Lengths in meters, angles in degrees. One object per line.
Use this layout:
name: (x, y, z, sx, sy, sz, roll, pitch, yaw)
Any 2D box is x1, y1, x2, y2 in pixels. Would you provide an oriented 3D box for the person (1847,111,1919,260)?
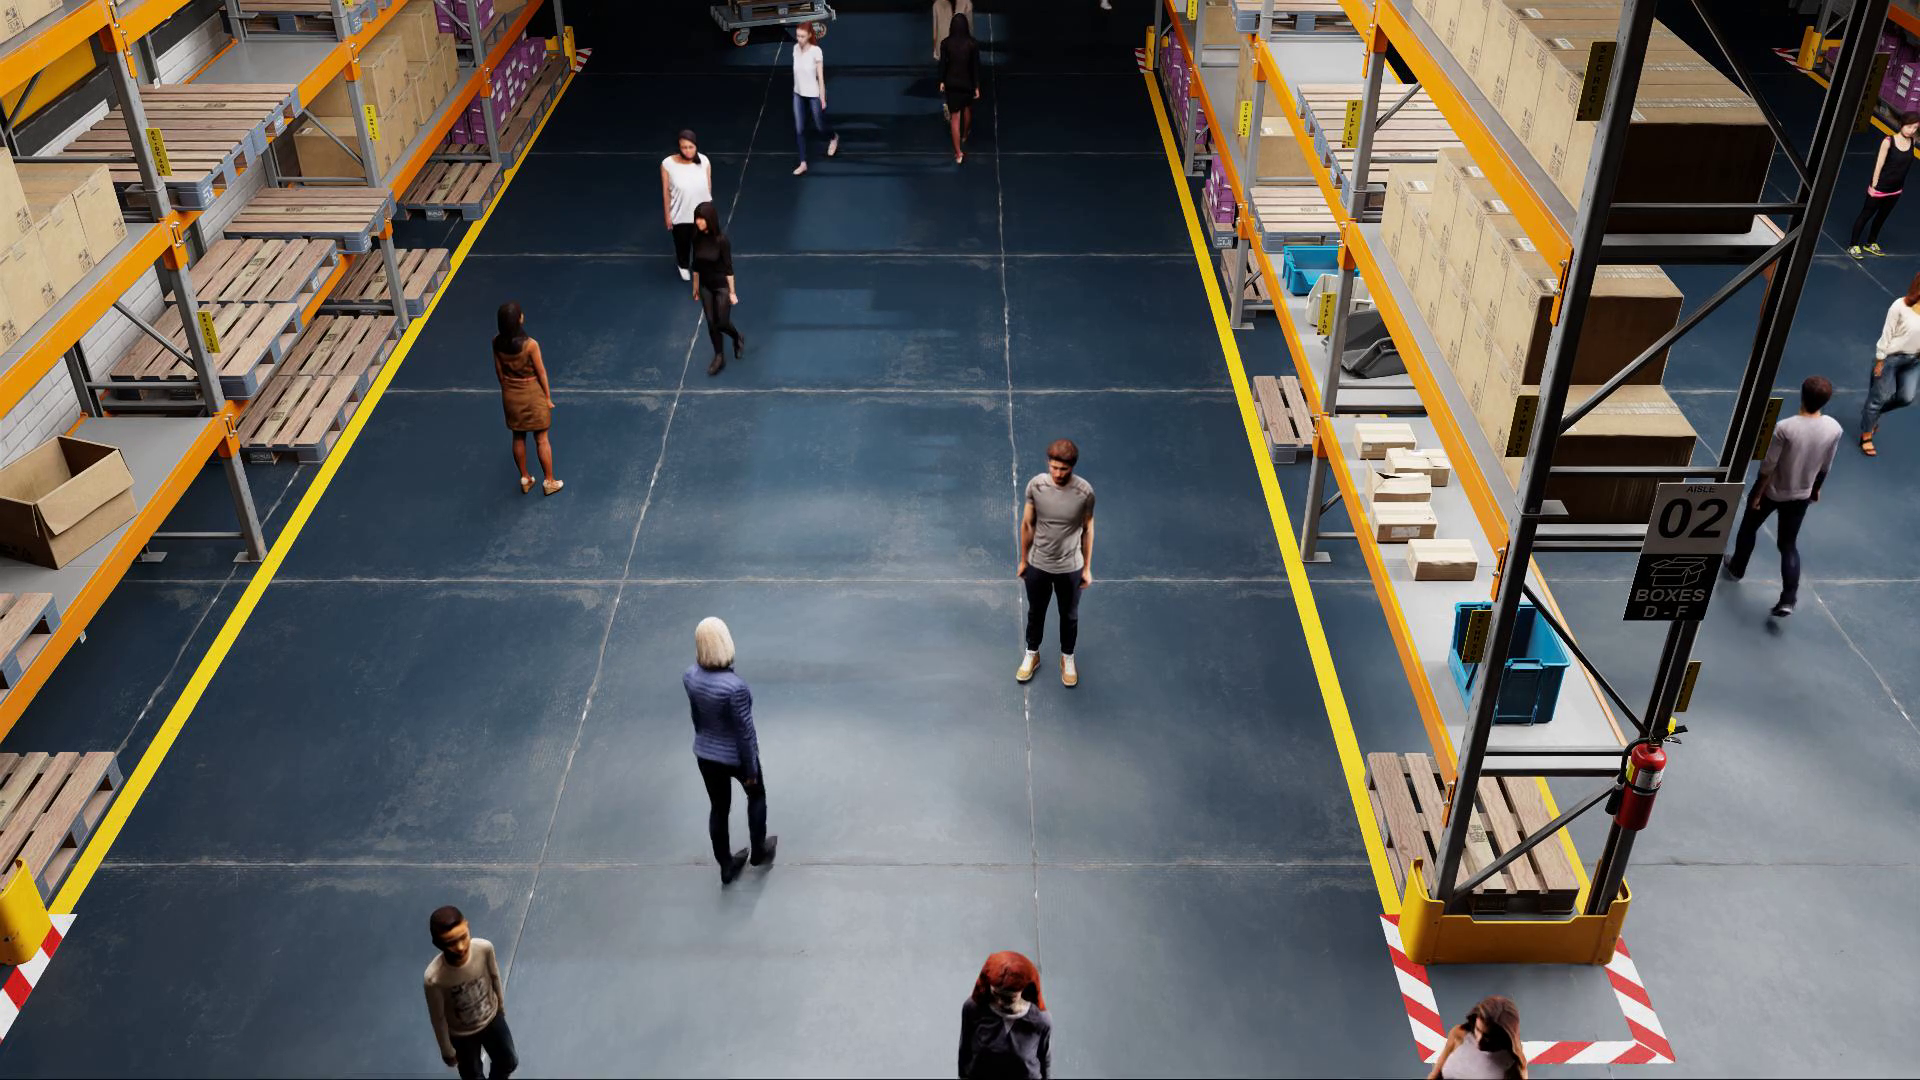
person: (9.584, -3.694, 17.203, 0.592, 1.551, 0.584, -9, 35, -13)

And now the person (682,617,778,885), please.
person: (-1.365, 1.275, 9.583, 0.784, 1.711, 0.813, 20, 38, 27)

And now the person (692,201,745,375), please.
person: (-2.165, -2.302, 15.039, 0.739, 1.628, 0.821, 14, 36, 21)

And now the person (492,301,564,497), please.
person: (-3.455, -1.119, 13.204, 0.613, 1.690, 0.579, 8, 34, 11)

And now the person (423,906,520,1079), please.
person: (-2.446, 2.338, 8.216, 0.639, 1.454, 0.691, -27, 42, -34)

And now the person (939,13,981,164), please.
person: (-0.008, -5.245, 19.424, 0.623, 1.675, 1.112, 0, 34, 0)

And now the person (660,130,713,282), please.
person: (-2.679, -3.243, 16.431, 0.884, 1.654, 1.176, -10, 35, -14)

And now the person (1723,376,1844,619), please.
person: (5.906, -0.287, 11.844, 0.710, 1.809, 1.157, 2, 34, 3)

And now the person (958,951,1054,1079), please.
person: (0.201, 2.523, 7.640, 0.619, 1.782, 0.560, 6, 34, 9)

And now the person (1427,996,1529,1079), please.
person: (2.339, 2.641, 7.531, 1.037, 1.706, 1.139, -20, 38, -27)

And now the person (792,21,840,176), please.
person: (-1.686, -5.134, 19.226, 0.903, 1.708, 1.159, 15, 37, 22)

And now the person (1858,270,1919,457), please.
person: (7.754, -1.529, 13.834, 0.612, 1.675, 0.662, -1, 34, -1)

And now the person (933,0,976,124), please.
person: (-0.104, -6.084, 20.508, 0.919, 1.872, 1.142, 12, 35, 17)

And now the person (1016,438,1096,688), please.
person: (0.640, 0.132, 11.142, 0.692, 1.888, 0.620, 6, 34, 9)
